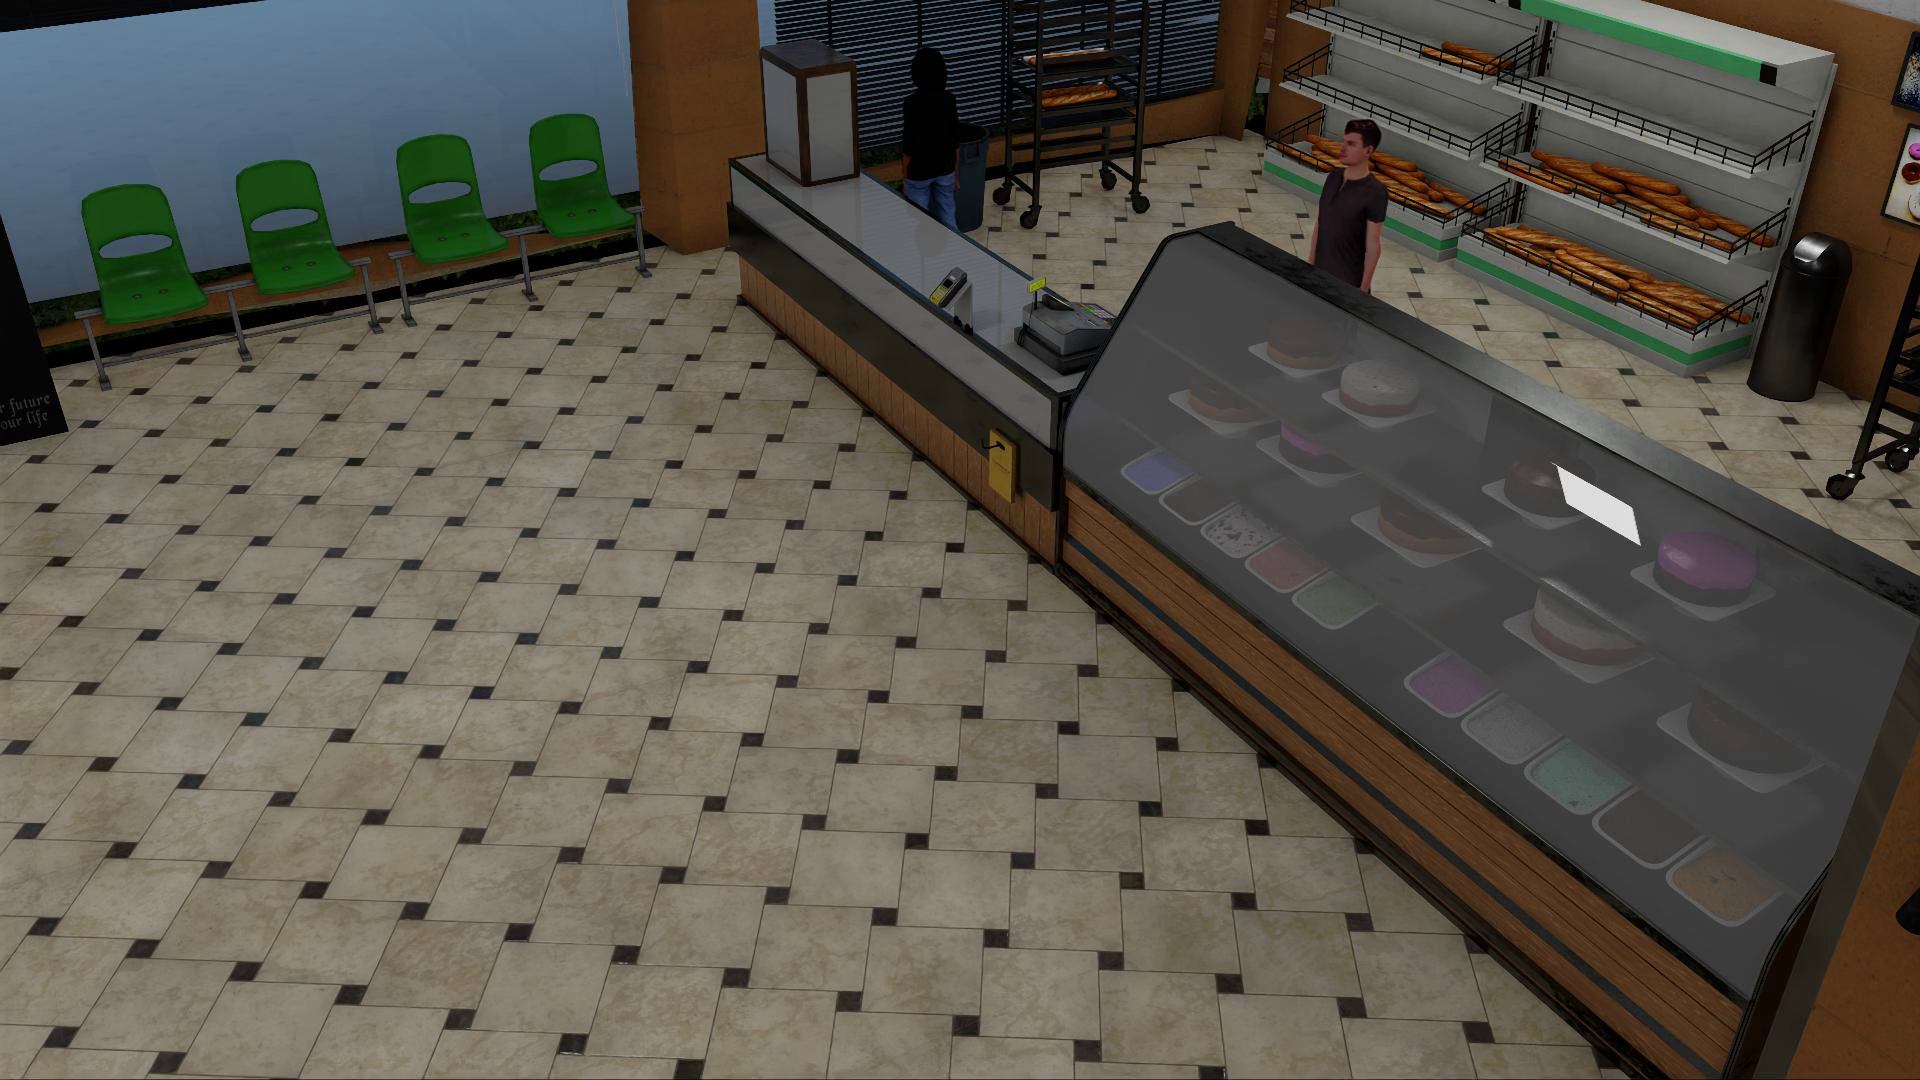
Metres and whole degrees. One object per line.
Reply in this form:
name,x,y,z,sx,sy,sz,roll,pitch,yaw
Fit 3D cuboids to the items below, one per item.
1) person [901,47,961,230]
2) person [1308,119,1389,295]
person,-0.201,-2.403,10.997,0.515,1.701,0.662,-12,34,-18
person,2.142,-1.455,9.330,0.526,1.853,0.642,-17,36,-25
